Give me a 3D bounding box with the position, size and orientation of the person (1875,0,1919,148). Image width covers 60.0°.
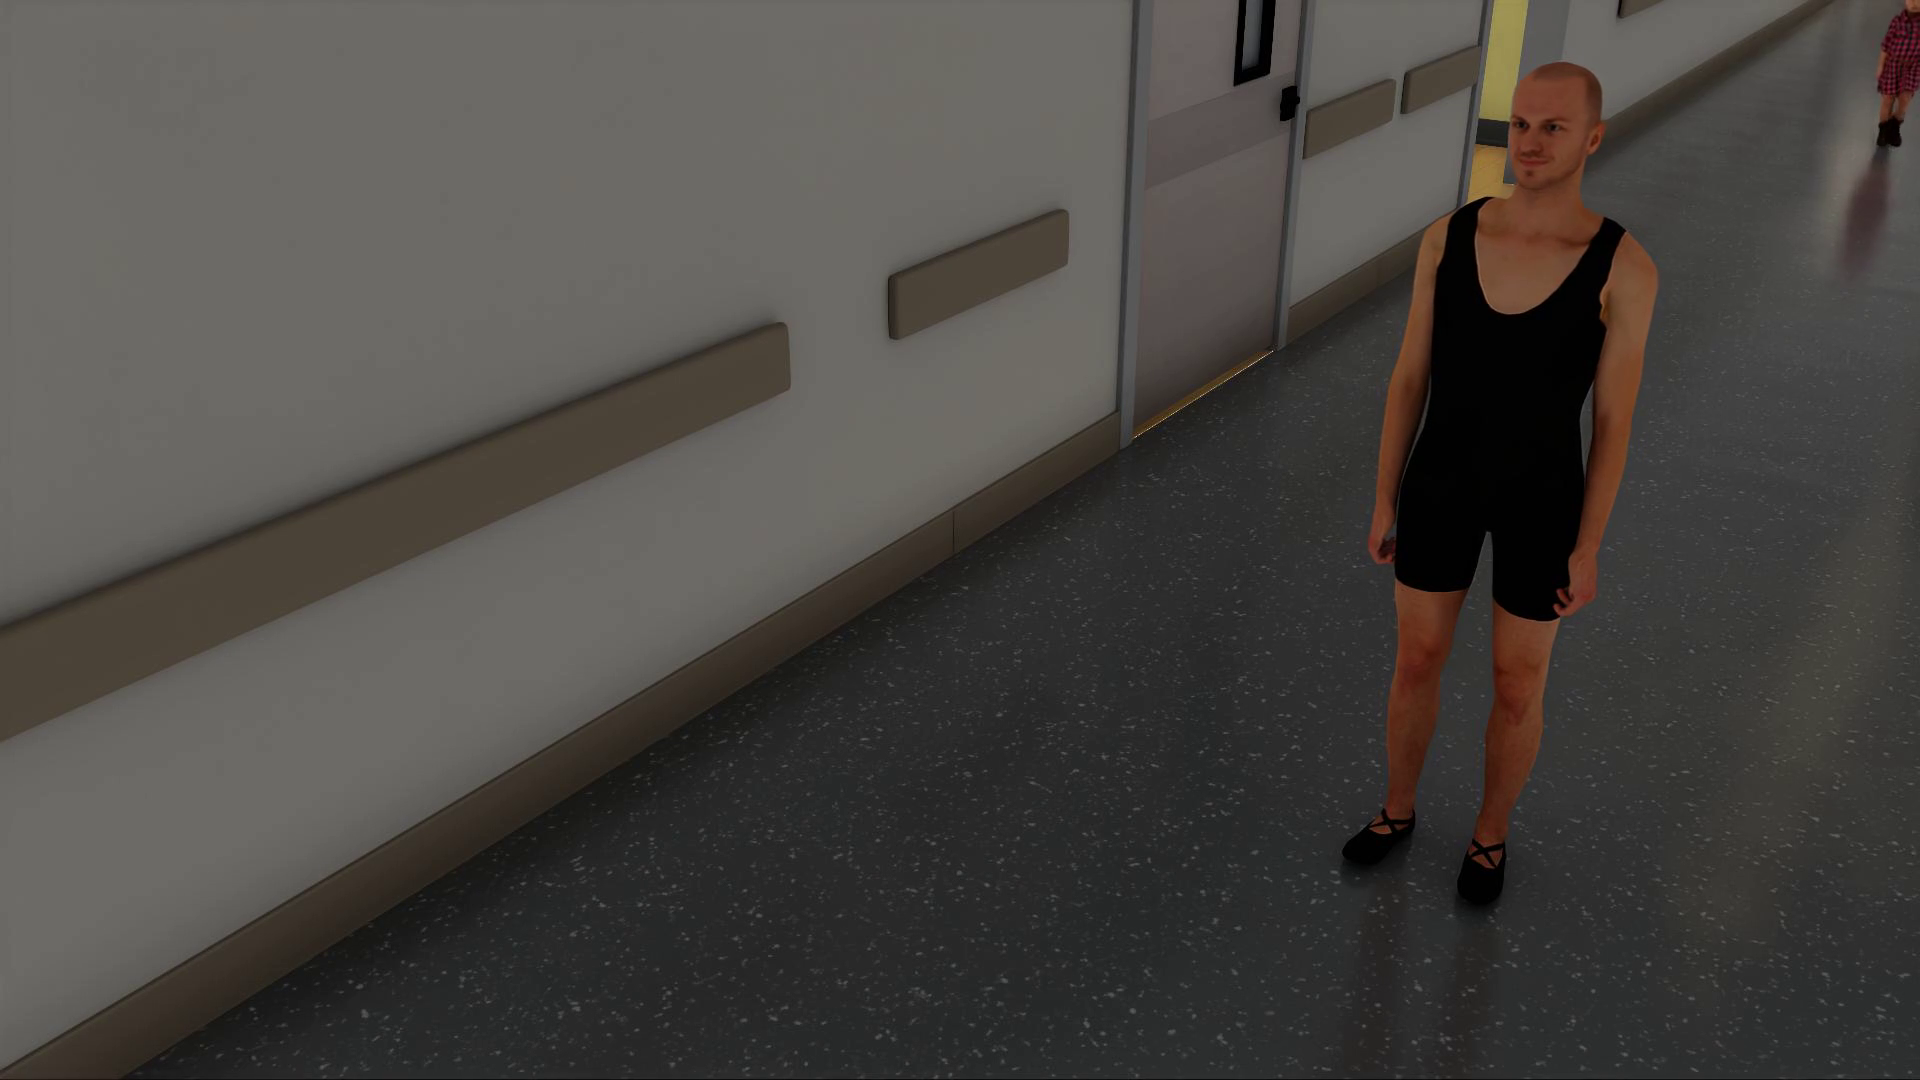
[{"bbox_3d":[5.972,-3.020,10.531,0.440,1.013,0.531,10,28,20],"label":"person"}]

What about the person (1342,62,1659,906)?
[{"bbox_3d":[1.130,-0.078,3.506,0.448,1.816,0.704,16,30,29],"label":"person"}]
